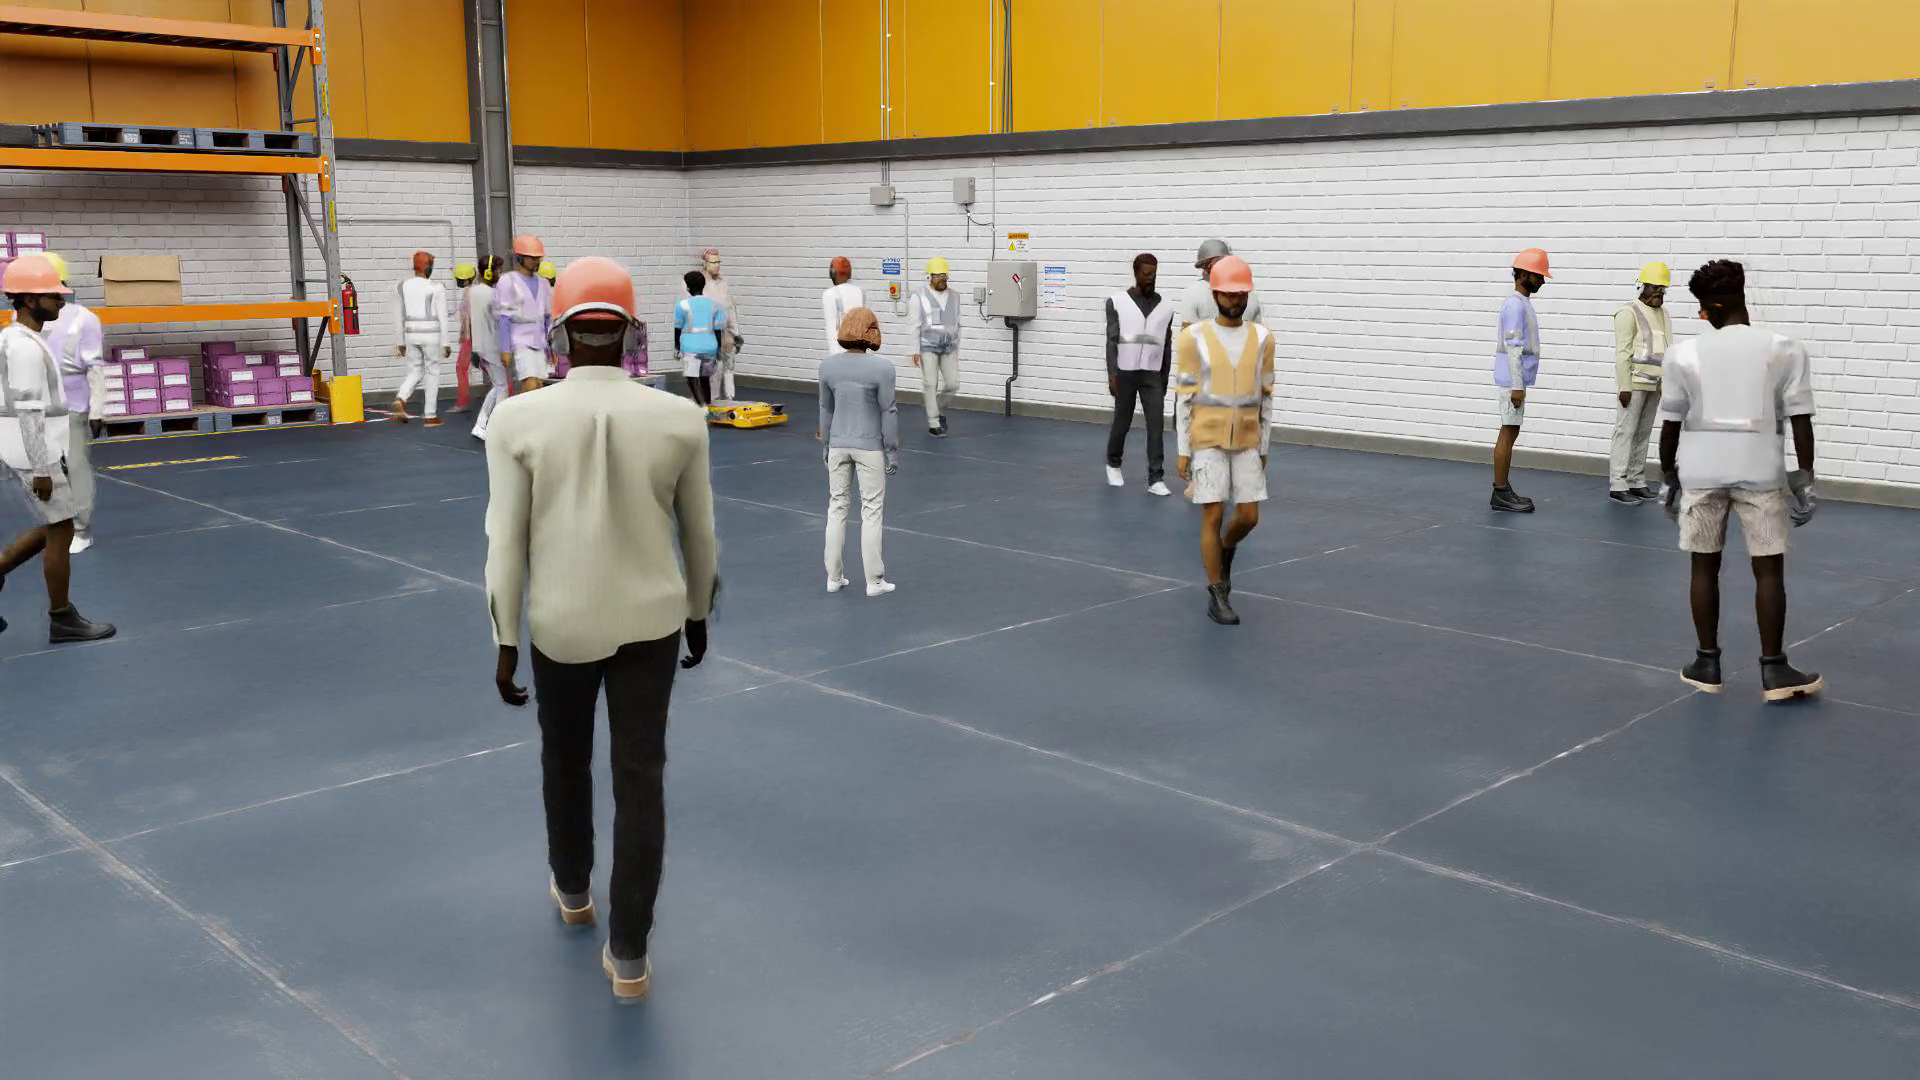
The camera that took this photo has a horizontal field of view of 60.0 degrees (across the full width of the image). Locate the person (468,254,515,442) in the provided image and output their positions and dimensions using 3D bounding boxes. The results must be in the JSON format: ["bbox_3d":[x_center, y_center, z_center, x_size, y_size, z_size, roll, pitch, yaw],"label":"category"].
[{"bbox_3d":[-4.451,-1.797,15.893,0.415,1.843,0.555,-10,14,-43],"label":"person"}]

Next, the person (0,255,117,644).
[{"bbox_3d":[-4.589,-0.421,8.147,0.589,1.924,0.552,-7,12,-32],"label":"person"}]

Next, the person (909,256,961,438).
[{"bbox_3d":[-0.231,-1.937,16.714,0.599,1.817,0.417,-5,12,-26],"label":"person"}]

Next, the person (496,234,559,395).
[{"bbox_3d":[-3.998,-1.821,15.514,0.433,2.024,0.622,6,12,30],"label":"person"}]

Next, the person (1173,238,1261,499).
[{"bbox_3d":[1.933,-1.307,12.672,0.717,2.000,0.541,-5,11,-24],"label":"person"}]

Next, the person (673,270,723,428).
[{"bbox_3d":[-2.726,-2.004,17.508,0.527,1.663,0.783,-6,12,-30],"label":"person"}]

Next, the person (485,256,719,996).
[{"bbox_3d":[-1.002,0.200,4.666,0.634,1.951,0.946,-3,11,-17],"label":"person"}]

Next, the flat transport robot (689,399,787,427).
[{"bbox_3d":[-2.634,-1.377,17.882,1.431,0.197,0.652,6,12,29],"label":"flat transport robot"}]

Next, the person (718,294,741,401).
[{"bbox_3d":[-2.734,-2.195,18.679,0.537,1.604,0.432,-3,11,-17],"label":"person"}]

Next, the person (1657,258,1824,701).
[{"bbox_3d":[3.447,-0.271,7.348,0.722,1.922,0.472,6,12,28],"label":"person"}]

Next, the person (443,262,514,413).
[{"bbox_3d":[-5.496,-2.317,19.054,0.828,1.720,0.542,-2,11,-13],"label":"person"}]

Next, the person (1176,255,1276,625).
[{"bbox_3d":[1.384,-0.535,8.791,0.550,1.921,0.569,-2,11,-9],"label":"person"}]

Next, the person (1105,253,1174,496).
[{"bbox_3d":[1.407,-1.328,13.193,0.592,1.893,0.859,-3,11,-14],"label":"person"}]

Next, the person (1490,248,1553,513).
[{"bbox_3d":[4.123,-1.173,12.249,0.374,1.928,0.543,3,11,18],"label":"person"}]

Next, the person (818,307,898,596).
[{"bbox_3d":[-0.574,-0.499,9.410,0.497,1.626,0.288,5,12,26],"label":"person"}]

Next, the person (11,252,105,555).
[{"bbox_3d":[-5.704,-0.852,10.515,0.623,1.913,0.448,1,10,4],"label":"person"}]

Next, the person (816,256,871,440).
[{"bbox_3d":[-1.037,-1.834,16.143,0.583,1.841,1.010,-9,14,-42],"label":"person"}]

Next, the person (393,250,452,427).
[{"bbox_3d":[-5.664,-2.095,17.454,0.586,1.868,0.591,2,11,13],"label":"person"}]

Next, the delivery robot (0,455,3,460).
[{"bbox_3d":[-7.900,-0.854,14.000,0.477,0.478,0.707,5,12,27],"label":"delivery robot"}]

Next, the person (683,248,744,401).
[{"bbox_3d":[-2.669,-2.224,18.121,0.674,1.876,0.634,5,12,25],"label":"person"}]

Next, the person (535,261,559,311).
[{"bbox_3d":[-4.584,-2.253,18.648,0.405,1.738,0.560,-7,13,-34],"label":"person"}]

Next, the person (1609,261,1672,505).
[{"bbox_3d":[5.169,-1.183,12.582,0.588,1.827,0.404,-8,13,-37],"label":"person"}]
